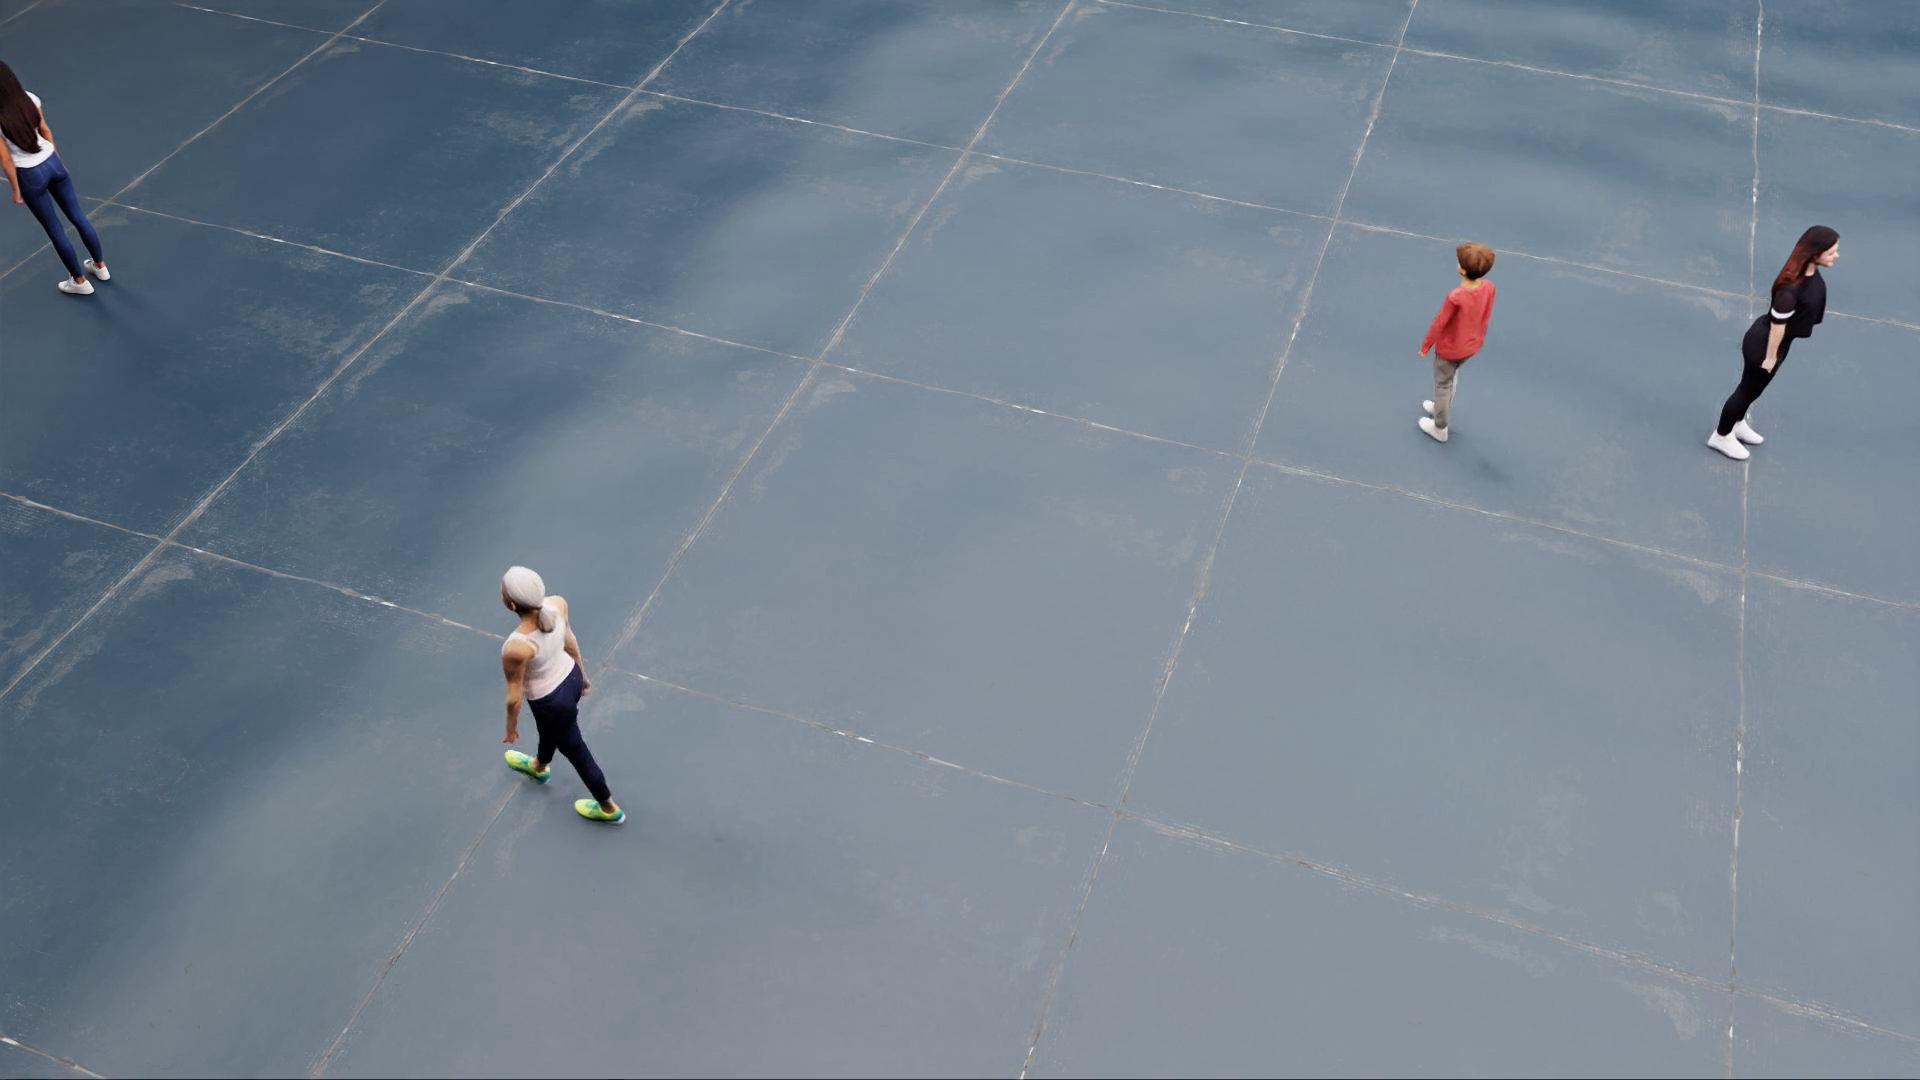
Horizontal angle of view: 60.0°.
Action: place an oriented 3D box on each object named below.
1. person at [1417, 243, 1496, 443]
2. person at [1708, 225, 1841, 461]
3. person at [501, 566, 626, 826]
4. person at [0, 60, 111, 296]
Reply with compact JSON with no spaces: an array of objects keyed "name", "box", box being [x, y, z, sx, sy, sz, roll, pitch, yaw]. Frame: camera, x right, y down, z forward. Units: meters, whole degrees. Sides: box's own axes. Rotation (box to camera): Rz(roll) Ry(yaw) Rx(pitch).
[{"name":"person","box":[3.120,-1.188,10.309,0.670,1.412,0.729,-19,46,-19]},{"name":"person","box":[4.978,-1.227,10.186,0.675,1.637,0.671,27,49,26]},{"name":"person","box":[-1.859,0.803,7.981,0.939,1.680,0.614,14,45,15]},{"name":"person","box":[-6.318,-2.499,11.447,0.558,1.775,0.612,19,46,20]}]
